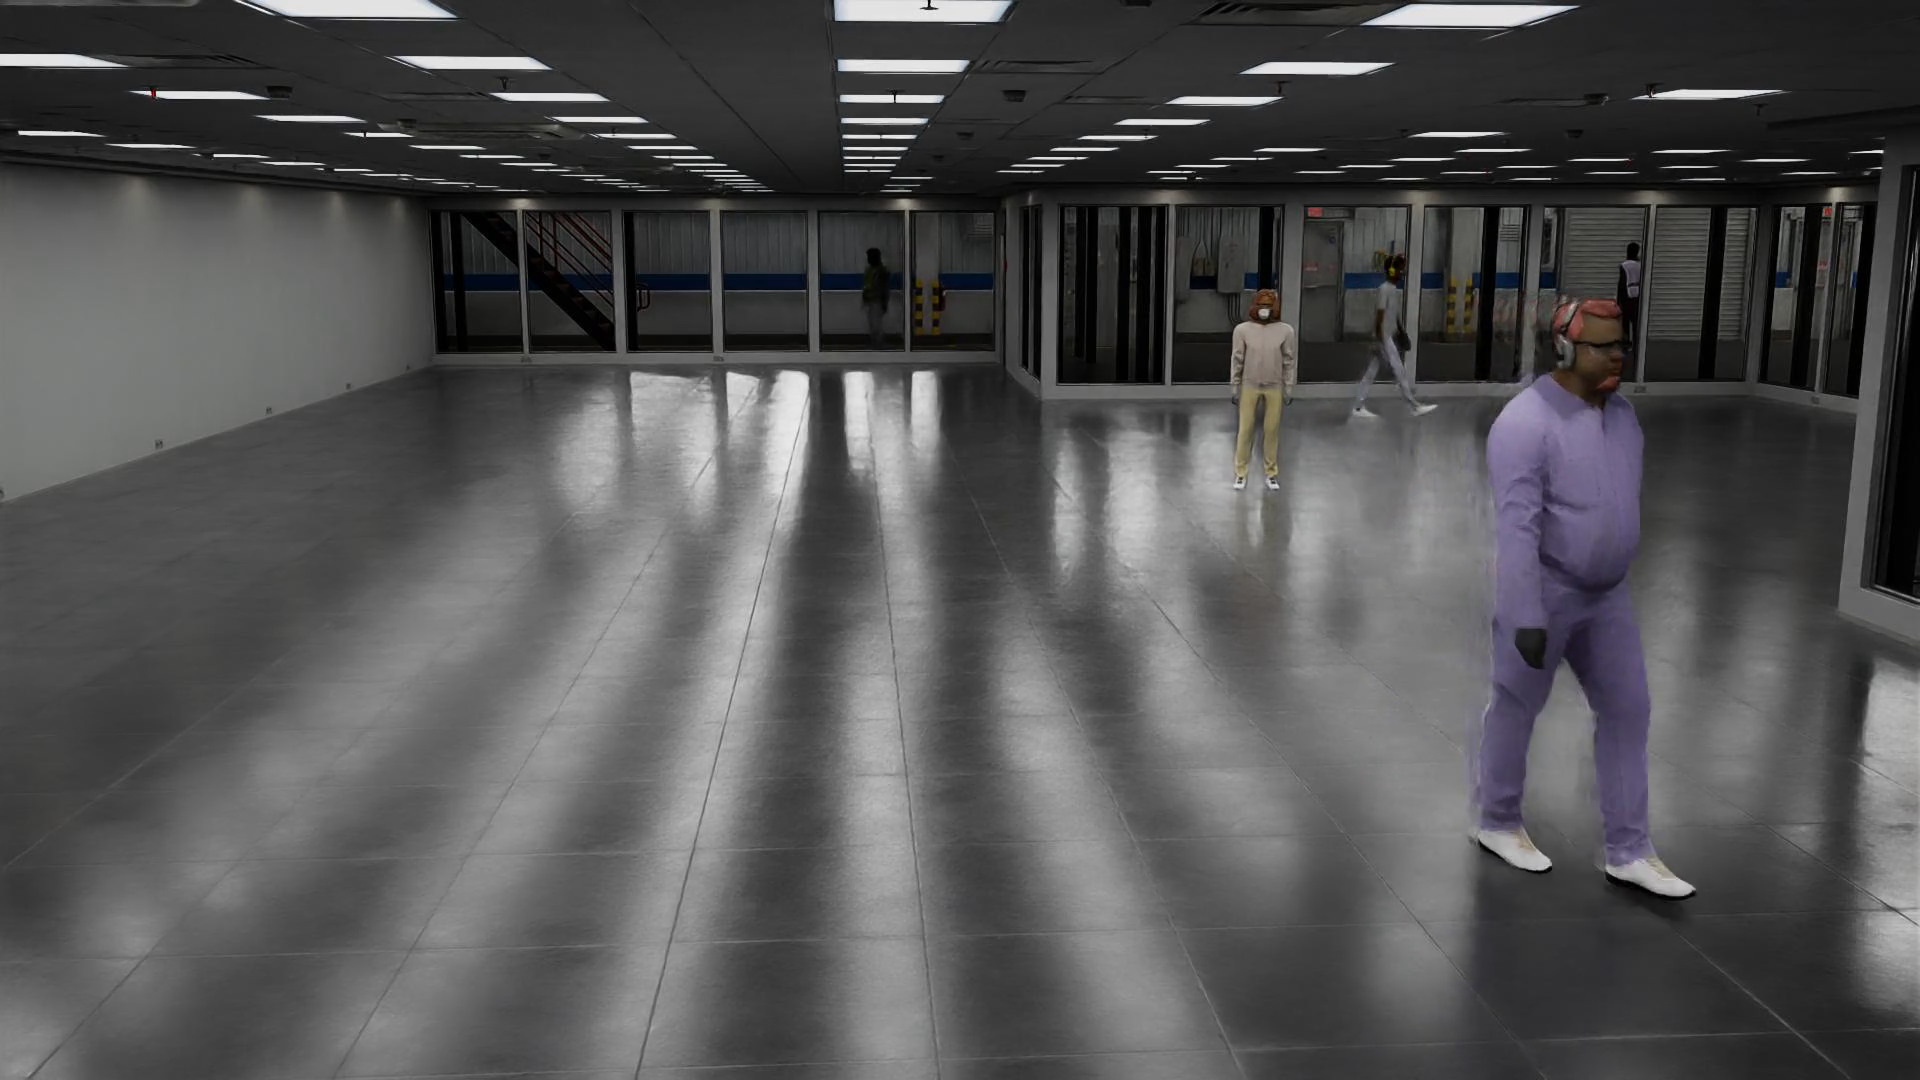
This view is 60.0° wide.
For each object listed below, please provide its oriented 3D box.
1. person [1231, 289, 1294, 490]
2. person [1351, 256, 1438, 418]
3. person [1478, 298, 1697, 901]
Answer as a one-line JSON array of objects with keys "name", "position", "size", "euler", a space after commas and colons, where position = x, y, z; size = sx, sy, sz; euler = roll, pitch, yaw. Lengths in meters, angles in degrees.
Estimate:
[{"name": "person", "position": [2.444, -1.213, 13.468], "size": [0.507, 1.631, 0.273], "euler": [1, 11, 4]}, {"name": "person", "position": [4.865, -2.249, 18.574], "size": [0.989, 1.814, 0.512], "euler": [3, 11, 17]}, {"name": "person", "position": [1.977, 0.197, 5.197], "size": [0.665, 1.870, 0.862], "euler": [-6, 12, -28]}]
